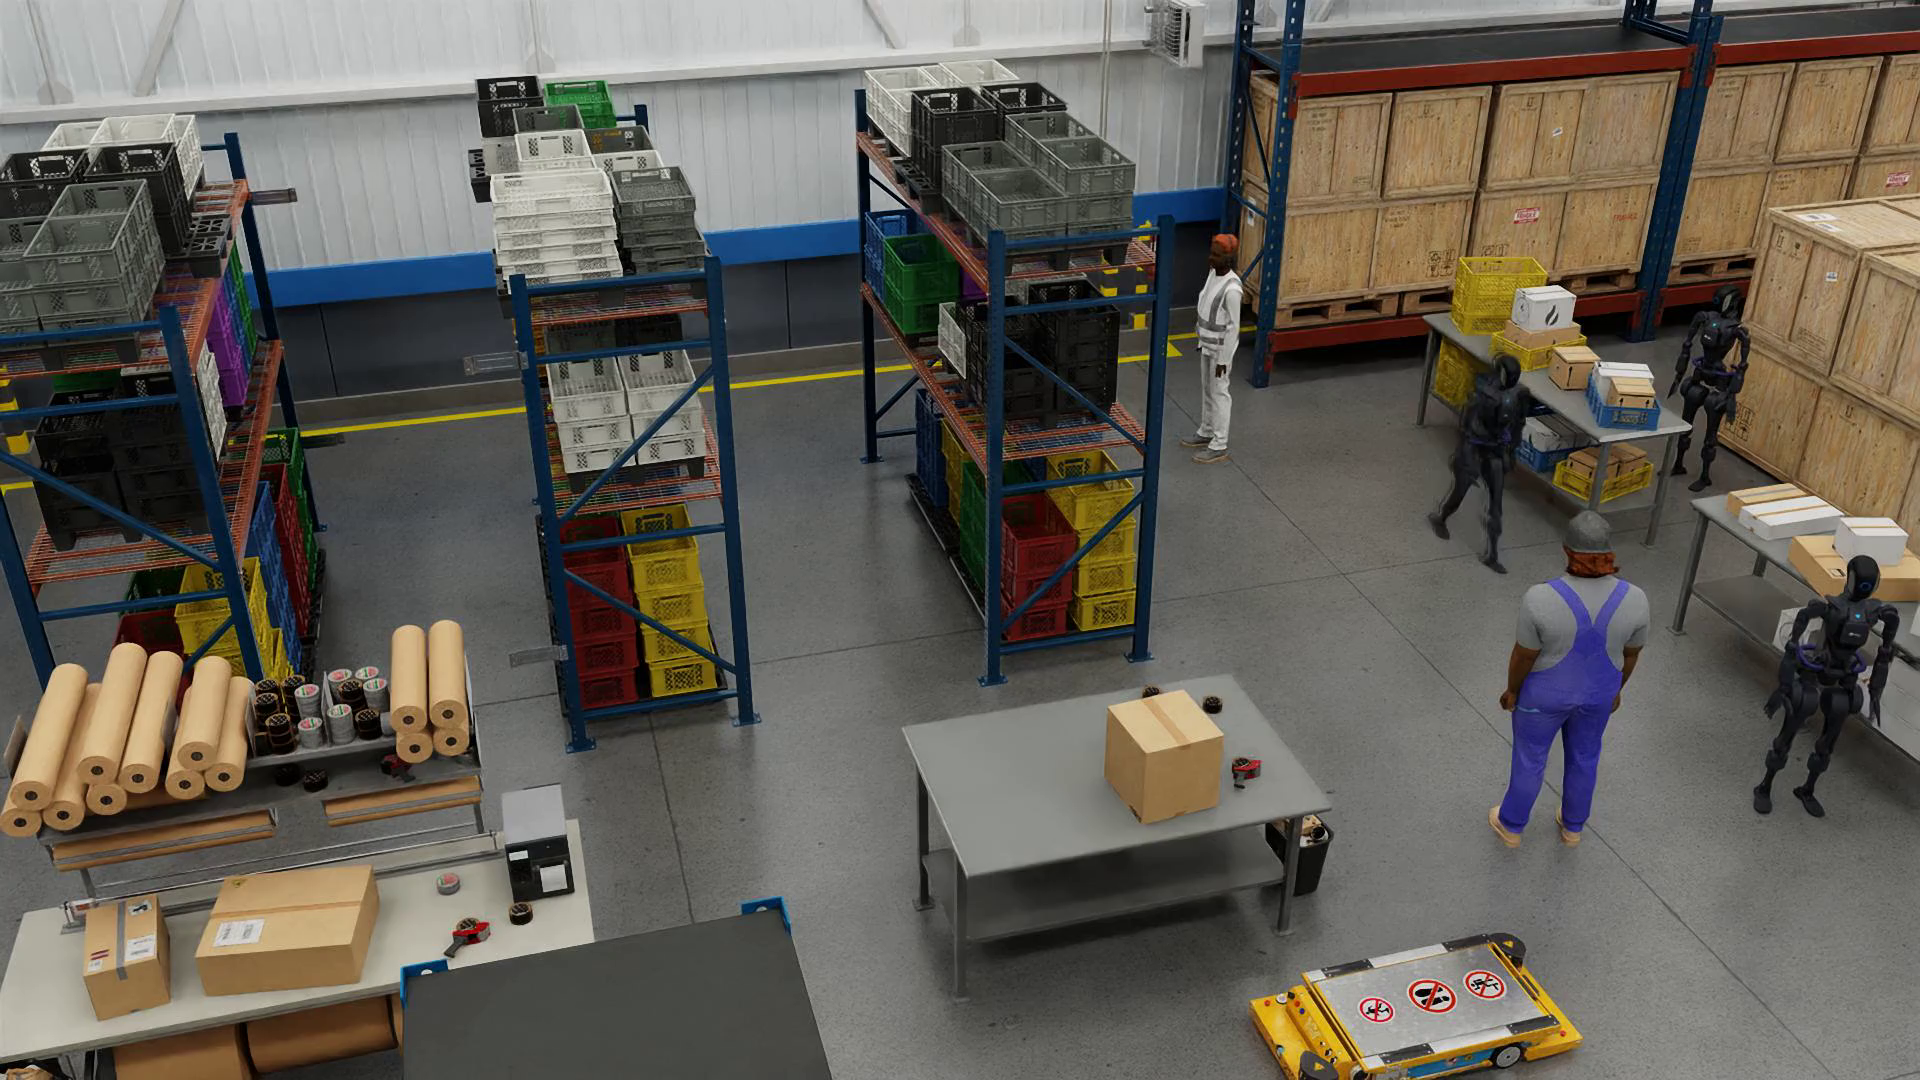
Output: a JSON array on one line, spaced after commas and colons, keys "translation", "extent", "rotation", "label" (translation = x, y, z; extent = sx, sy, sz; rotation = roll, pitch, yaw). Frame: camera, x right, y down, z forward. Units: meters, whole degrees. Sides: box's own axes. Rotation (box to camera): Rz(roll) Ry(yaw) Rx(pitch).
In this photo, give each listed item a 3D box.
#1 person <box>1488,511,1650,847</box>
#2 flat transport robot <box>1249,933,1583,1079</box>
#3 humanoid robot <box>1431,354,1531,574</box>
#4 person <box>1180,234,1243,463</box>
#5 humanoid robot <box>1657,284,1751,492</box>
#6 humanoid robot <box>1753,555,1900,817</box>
[{"translation": [3.241, 0.751, 8.957], "extent": [0.674, 2.000, 0.536], "rotation": [0, 29, 1], "label": "person"}, {"translation": [2.184, 2.282, 7.980], "extent": [1.431, 0.197, 0.652], "rotation": [-8, 30, -14], "label": "flat transport robot"}, {"translation": [3.734, -0.617, 11.893], "extent": [0.593, 1.620, 0.832], "rotation": [-6, 29, -11], "label": "humanoid robot"}, {"translation": [2.034, -1.534, 13.276], "extent": [0.353, 1.884, 0.578], "rotation": [-5, 29, -9], "label": "person"}, {"translation": [5.777, -1.187, 12.845], "extent": [0.315, 1.657, 0.609], "rotation": [-16, 32, -26], "label": "humanoid robot"}, {"translation": [4.803, 0.816, 9.200], "extent": [0.591, 1.657, 0.327], "rotation": [4, 29, 7], "label": "humanoid robot"}]
